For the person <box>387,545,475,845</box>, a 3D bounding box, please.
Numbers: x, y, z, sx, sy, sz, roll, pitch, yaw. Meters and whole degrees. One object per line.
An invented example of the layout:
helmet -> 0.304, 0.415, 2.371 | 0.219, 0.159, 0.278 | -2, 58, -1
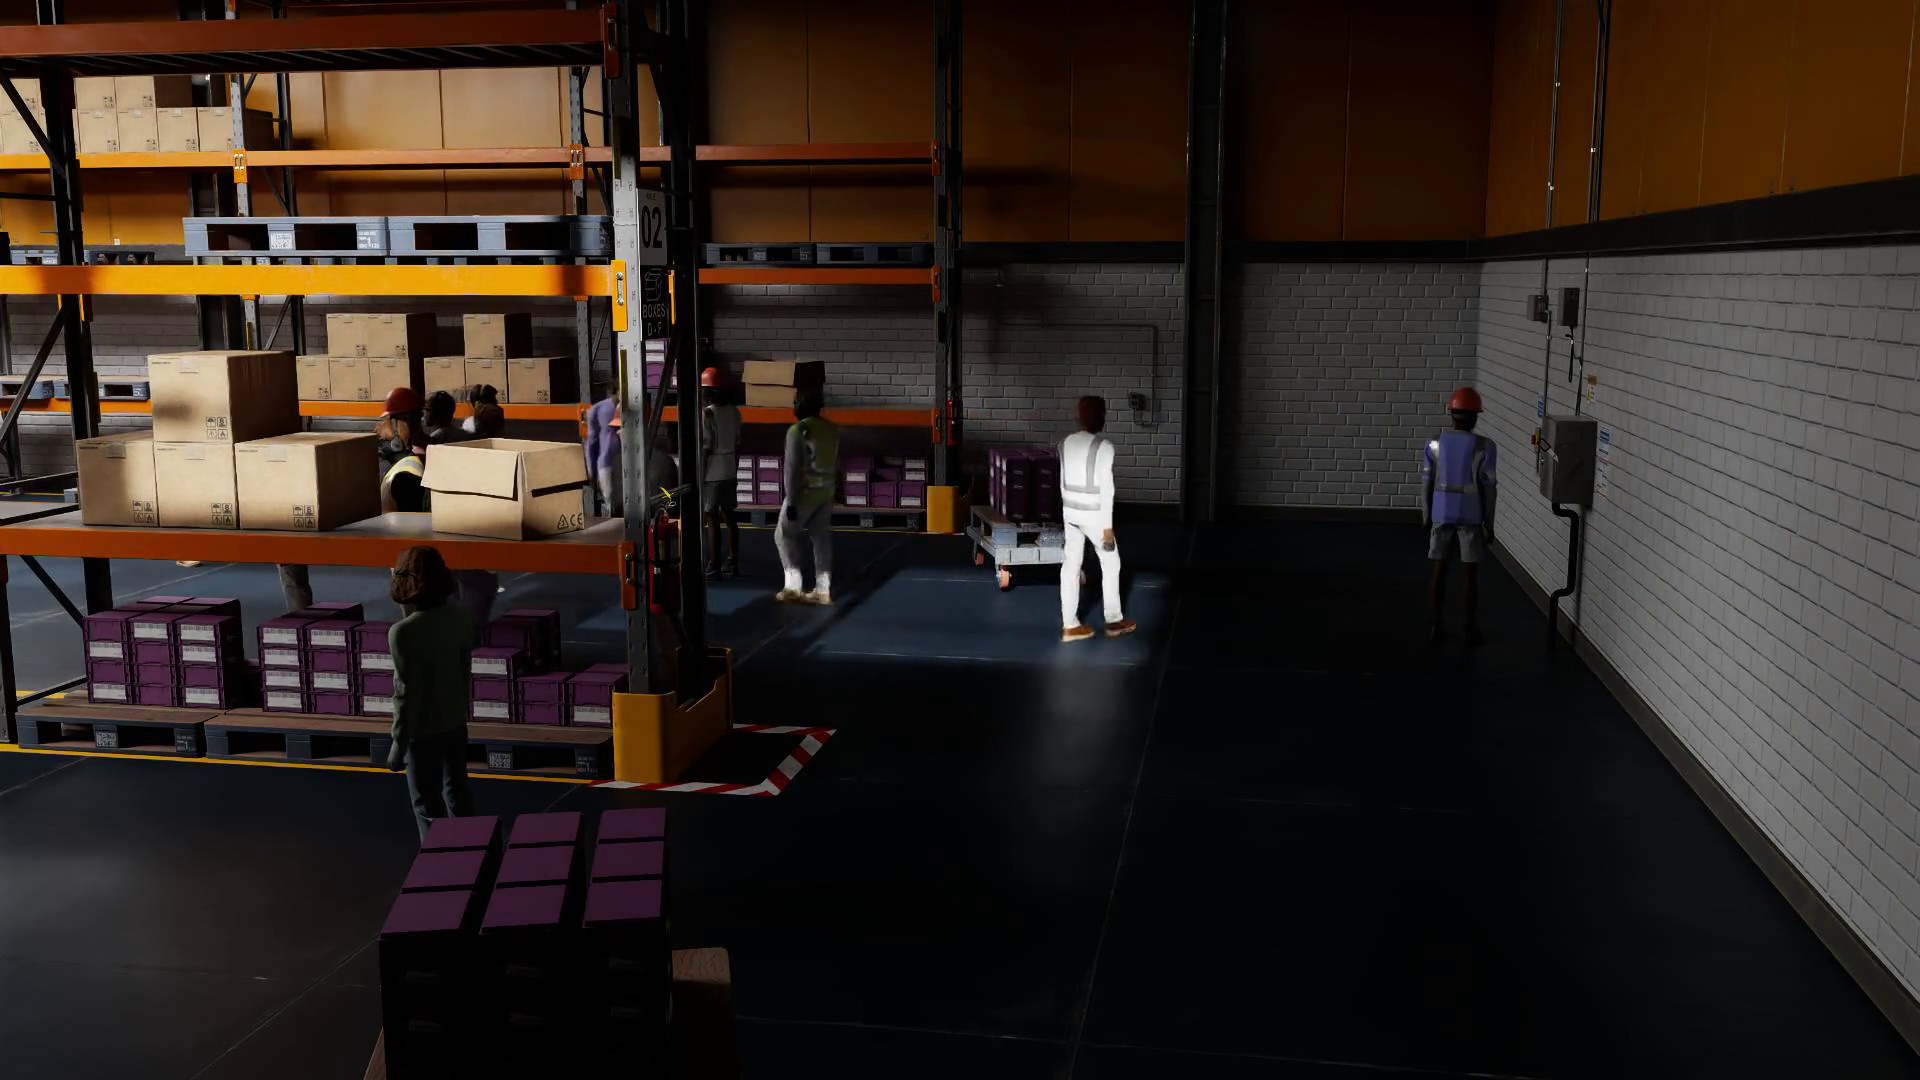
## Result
person -> -2.284, 0.832, 7.182 | 0.280, 1.633, 0.502 | 3, 10, 17

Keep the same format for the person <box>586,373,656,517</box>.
person -> -3.176, -0.645, 15.619 | 0.636, 1.879, 1.004 | -3, 10, -18

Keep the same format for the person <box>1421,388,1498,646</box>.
person -> 3.753, -0.176, 12.503 | 0.551, 1.932, 0.376 | 6, 11, 31

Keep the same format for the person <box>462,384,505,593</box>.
person -> -4.130, -0.424, 14.320 | 0.431, 1.844, 0.532 | -4, 10, -24

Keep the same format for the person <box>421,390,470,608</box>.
person -> -3.766, -0.128, 12.192 | 0.370, 1.940, 0.631 | 3, 9, 15

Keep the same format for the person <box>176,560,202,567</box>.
person -> -7.336, -0.672, 15.874 | 0.429, 1.844, 0.627 | 2, 9, 14

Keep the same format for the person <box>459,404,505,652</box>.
person -> -3.361, -0.024, 11.760 | 0.561, 1.875, 0.660 | 3, 10, 20

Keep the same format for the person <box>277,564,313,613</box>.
person -> -4.811, -0.020, 11.873 | 0.403, 1.823, 0.599 | -3, 10, -17

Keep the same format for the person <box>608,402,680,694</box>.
person -> -2.090, 0.054, 10.890 | 0.623, 1.992, 0.396 | 8, 12, 39

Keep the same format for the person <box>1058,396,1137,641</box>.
person -> 1.064, -0.172, 12.700 | 0.775, 1.859, 0.606 | -8, 12, -41

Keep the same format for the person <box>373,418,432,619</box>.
person -> -3.714, 0.100, 11.129 | 0.430, 1.835, 0.622 | -4, 10, -21

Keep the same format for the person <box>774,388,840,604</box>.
person -> -1.335, -0.362, 13.995 | 0.606, 1.825, 0.664 | 6, 11, 34

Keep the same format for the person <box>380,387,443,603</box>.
person -> -3.880, -0.095, 11.836 | 0.386, 1.989, 0.608 | -1, 9, -8

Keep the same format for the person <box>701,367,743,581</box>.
person -> -2.216, -0.593, 15.084 | 0.354, 1.939, 0.545 | 6, 11, 34
